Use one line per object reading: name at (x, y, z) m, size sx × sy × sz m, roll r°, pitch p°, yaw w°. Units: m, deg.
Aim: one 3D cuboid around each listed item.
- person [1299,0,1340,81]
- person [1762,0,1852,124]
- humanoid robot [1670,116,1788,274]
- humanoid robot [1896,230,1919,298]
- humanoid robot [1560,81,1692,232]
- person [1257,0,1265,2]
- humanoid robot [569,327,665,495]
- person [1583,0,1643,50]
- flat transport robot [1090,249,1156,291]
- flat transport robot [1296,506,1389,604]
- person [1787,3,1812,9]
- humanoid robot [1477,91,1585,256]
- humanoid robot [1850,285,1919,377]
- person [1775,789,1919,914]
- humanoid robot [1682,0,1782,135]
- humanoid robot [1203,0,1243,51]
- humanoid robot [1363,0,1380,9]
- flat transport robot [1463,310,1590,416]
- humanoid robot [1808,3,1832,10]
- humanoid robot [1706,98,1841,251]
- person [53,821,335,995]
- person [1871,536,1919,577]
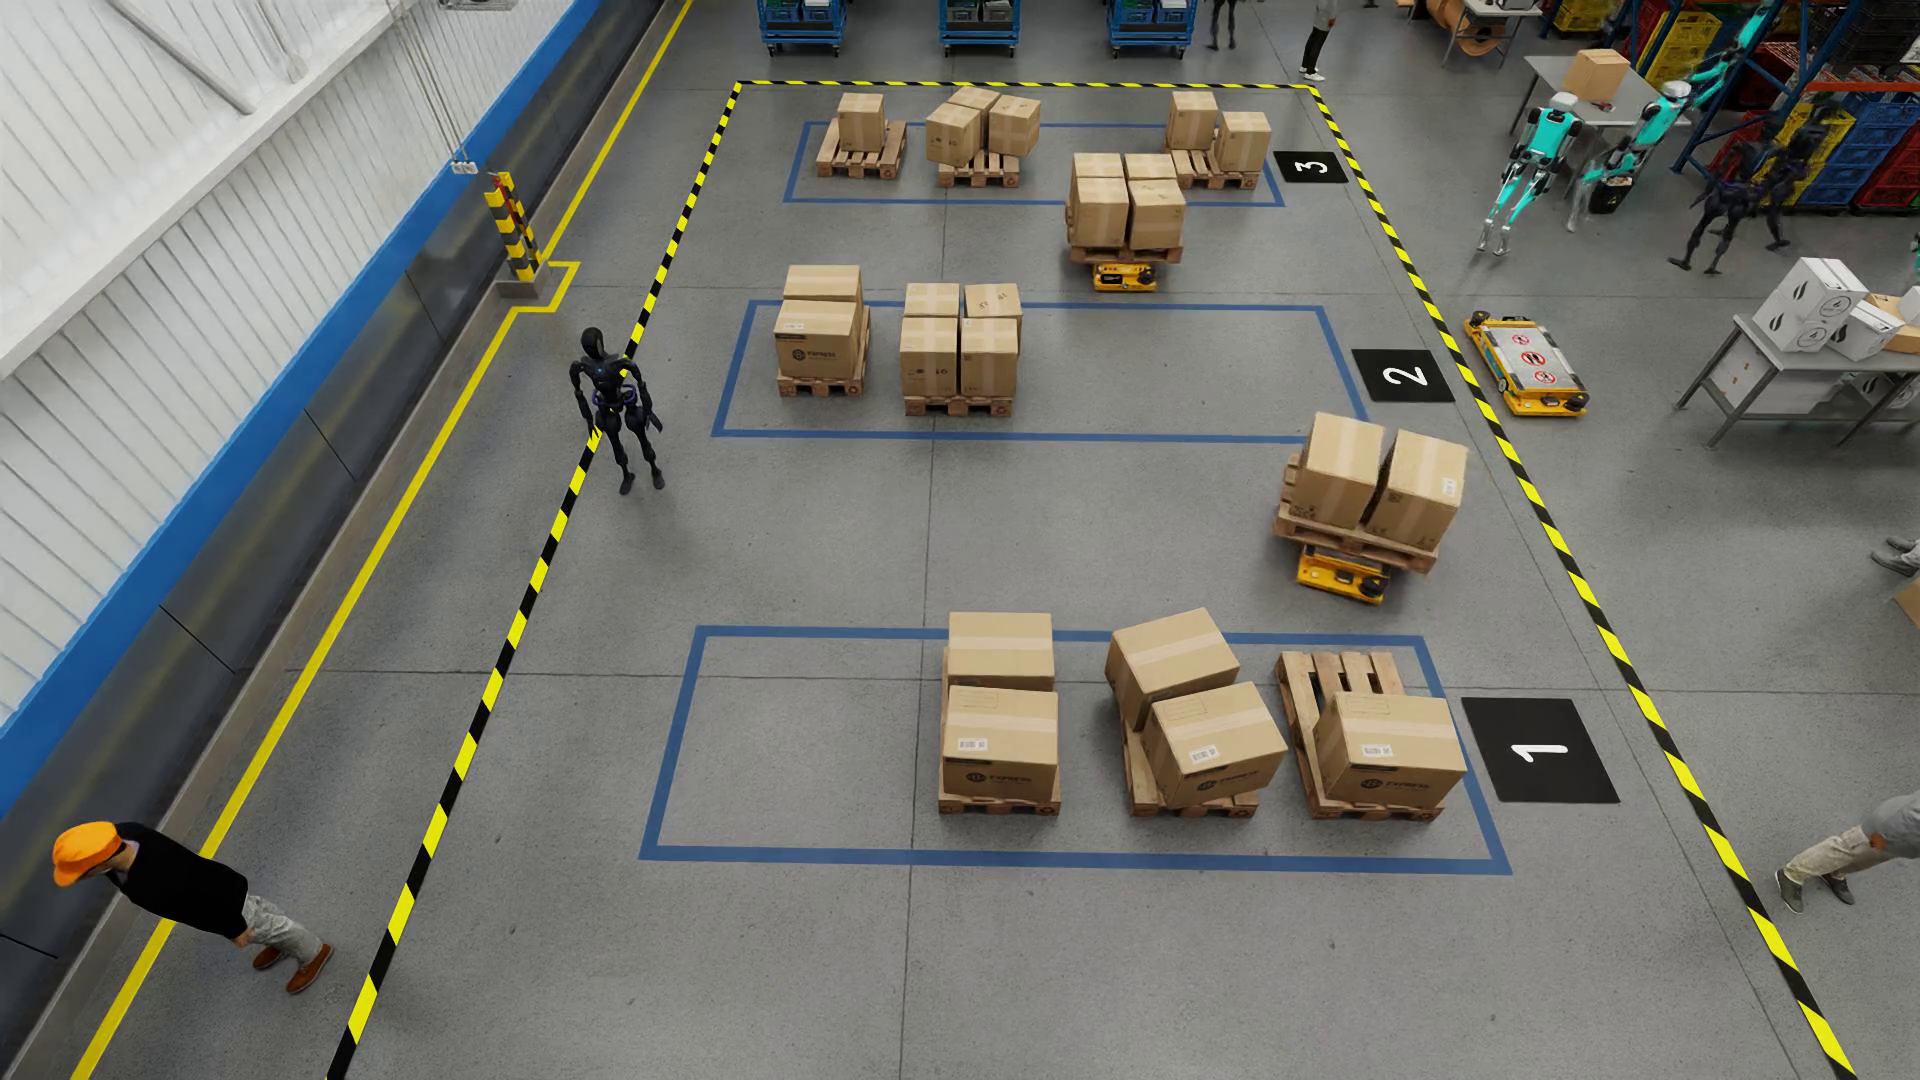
person at (5.241, -7.548, 13.020) m, size 0.365 × 1.852 × 0.589 m, roll 0°, pitch 49°, yaw 0°
person at (11.164, -6.225, 11.886) m, size 0.403 × 1.834 × 0.588 m, roll -32°, pitch 56°, yaw -25°
humanoid robot at (8.224, -3.609, 9.730) m, size 0.613 × 1.646 × 0.465 m, roll 14°, pitch 51°, yaw 12°
humanoid robot at (9.920, -2.934, 9.173) m, size 0.783 × 1.888 × 0.545 m, roll -13°, pitch 50°, yaw -11°
humanoid robot at (7.366, -4.338, 10.316) m, size 0.561 × 1.764 × 0.777 m, roll -14°, pitch 51°, yaw -12°
person at (5.053, -9.928, 15.022) m, size 0.634 × 1.937 × 0.351 m, roll 20°, pitch 52°, yaw 17°
humanoid robot at (-2.774, -1.038, 7.490) m, size 0.599 × 1.657 × 0.315 m, roll -7°, pitch 50°, yaw -6°
person at (9.615, -7.834, 13.214) m, size 0.551 × 1.936 × 0.609 m, roll -6°, pitch 49°, yaw -5°
flat transport robot at (1.807, -3.316, 10.385) m, size 0.652 × 0.197 × 1.431 m, roll 1°, pitch 49°, yaw 1°
flat transport robot at (3.241, -0.137, 7.633) m, size 0.652 × 0.197 × 1.431 m, roll 16°, pitch 51°, yaw 13°
person at (14.143, -9.512, 14.726) m, size 0.429 × 1.843 × 0.629 m, roll -25°, pitch 54°, yaw -20°
humanoid robot at (5.981, -3.819, 9.776) m, size 0.735 × 1.681 × 0.533 m, roll -37°, pitch 58°, yaw -27°
humanoid robot at (8.935, -2.054, 8.250) m, size 0.735 × 1.677 × 0.533 m, roll -6°, pitch 49°, yaw -5°
person at (5.381, 1.611, 5.149) m, size 0.563 × 1.764 × 0.402 m, roll -5°, pitch 49°, yaw -4°
humanoid robot at (9.706, -6.121, 11.884) m, size 1.000 × 1.774 × 0.530 m, roll 4°, pitch 49°, yaw 3°
humanoid robot at (4.006, -8.289, 13.785) m, size 0.612 × 1.639 × 0.404 m, roll -9°, pitch 50°, yaw -8°
humanoid robot at (6.954, -9.525, 14.850) m, size 0.354 × 1.645 × 0.598 m, roll -7°, pitch 50°, yaw -6°
flat transport robot at (5.573, -1.757, 9.054) m, size 0.659 × 0.231 × 1.431 m, roll 1°, pitch 49°, yaw 1°
humanoid robot at (12.897, -8.220, 13.725) m, size 0.622 × 1.630 × 0.589 m, roll -18°, pitch 52°, yaw -15°
humanoid robot at (9.150, -4.007, 10.113) m, size 0.755 × 1.647 × 0.608 m, roll 16°, pitch 51°, yaw 13°
person at (-3.956, 1.922, 4.807) m, size 0.585 × 1.877 × 0.392 m, roll 25°, pitch 54°, yaw 20°
person at (7.751, -0.457, 6.827) m, size 0.602 × 1.939 × 0.411 m, roll -29°, pitch 55°, yaw -23°
